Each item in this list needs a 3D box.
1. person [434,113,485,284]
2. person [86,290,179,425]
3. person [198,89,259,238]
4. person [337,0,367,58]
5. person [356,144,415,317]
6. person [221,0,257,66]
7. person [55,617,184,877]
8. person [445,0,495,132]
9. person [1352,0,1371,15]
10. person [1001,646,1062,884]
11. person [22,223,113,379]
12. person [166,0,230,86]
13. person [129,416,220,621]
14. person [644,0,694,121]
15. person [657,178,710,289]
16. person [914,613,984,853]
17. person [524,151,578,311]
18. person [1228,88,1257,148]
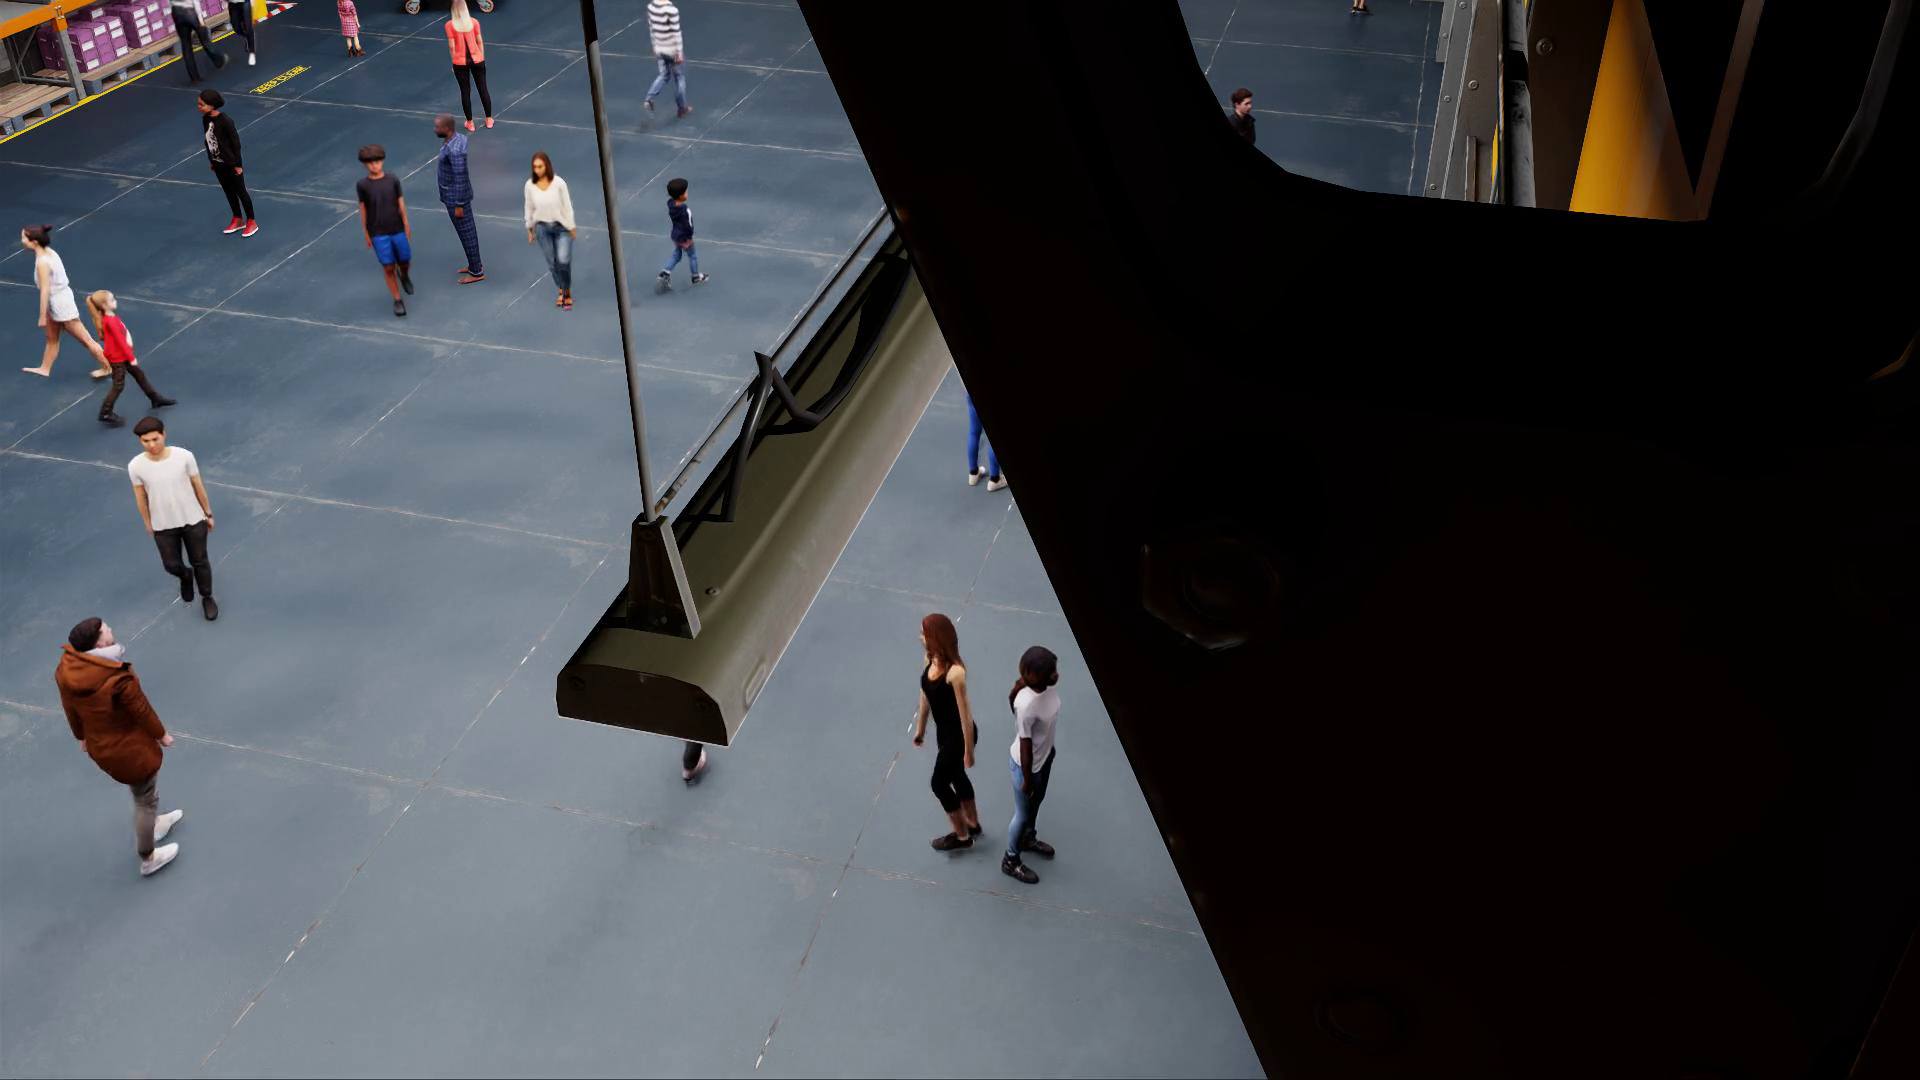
[{"bbox_3d":[-5.289,-3.627,17.556,0.829,1.826,0.720,-8,34,-12],"label":"person"},{"bbox_3d":[-7.681,-1.638,15.084,0.955,1.251,0.875,-20,38,-27],"label":"person"},{"bbox_3d":[-8.205,-4.237,18.612,0.621,1.675,0.544,13,36,19],"label":"person"},{"bbox_3d":[-8.891,-7.552,24.188,0.447,1.022,0.468,4,34,6],"label":"person"},{"bbox_3d":[-5.861,-3.196,16.945,0.885,1.785,0.980,-13,36,-18],"label":"person"},{"bbox_3d":[-10.294,-7.709,23.824,0.792,1.686,0.940,-4,34,-6],"label":"person"},{"bbox_3d":[-5.164,1.307,10.143,0.759,1.816,0.801,15,36,21],"label":"person"},{"bbox_3d":[-6.341,-6.154,21.478,0.674,1.694,0.716,-14,36,-20],"label":"person"},{"bbox_3d":[6.313,-9.009,25.894,0.747,1.560,0.692,-26,42,-33],"label":"person"},{"bbox_3d":[0.440,1.347,10.170,0.664,1.719,0.506,14,36,20],"label":"person"},{"bbox_3d":[-8.378,-2.211,15.657,1.002,1.570,1.044,-10,35,-15],"label":"person"},{"bbox_3d":[-10.717,-7.206,22.971,0.830,1.792,1.127,2,34,3],"label":"person"},{"bbox_3d":[-5.886,-0.206,12.515,0.819,1.710,0.881,-15,36,-21],"label":"person"},{"bbox_3d":[-3.859,-6.352,21.650,0.827,1.834,1.081,19,38,26],"label":"person"},{"bbox_3d":[-2.974,-3.214,17.497,0.882,1.204,0.757,-27,42,-34],"label":"person"},{"bbox_3d":[0.009,1.229,10.370,0.845,1.696,0.763,-22,40,-30],"label":"person"},{"bbox_3d":[-4.153,-3.213,17.077,0.704,1.668,0.680,2,34,3],"label":"person"},{"bbox_3d":[2.950,-3.921,17.911,0.838,1.924,0.679,22,40,30],"label":"person"}]
